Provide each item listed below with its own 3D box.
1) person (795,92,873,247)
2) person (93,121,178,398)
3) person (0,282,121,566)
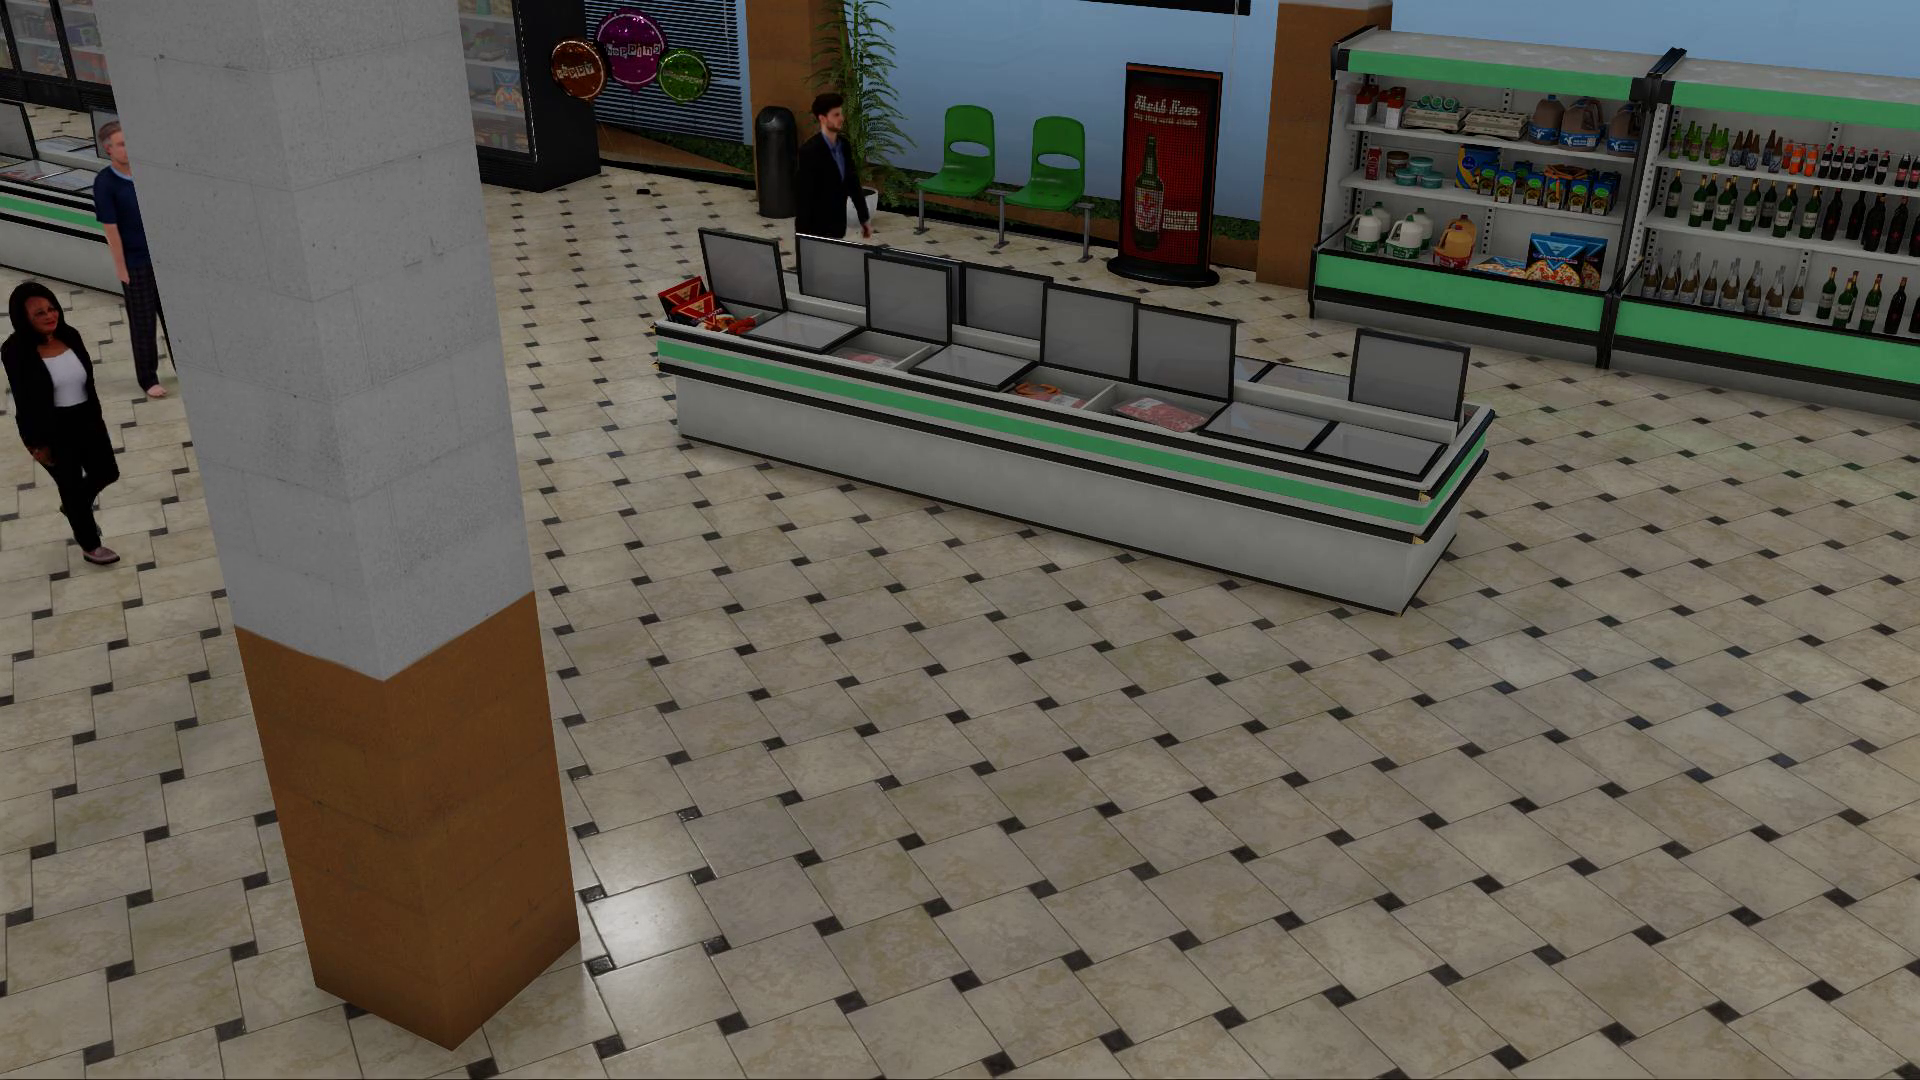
[{"bbox_3d":[-1.039,-2.277,12.011,1.144,1.845,0.718,14,30,26],"label":"person"},{"bbox_3d":[-5.510,-1.899,11.240,0.559,1.868,0.663,17,31,29],"label":"person"},{"bbox_3d":[-4.910,-0.618,9.004,0.751,1.606,0.668,12,29,22],"label":"person"}]
